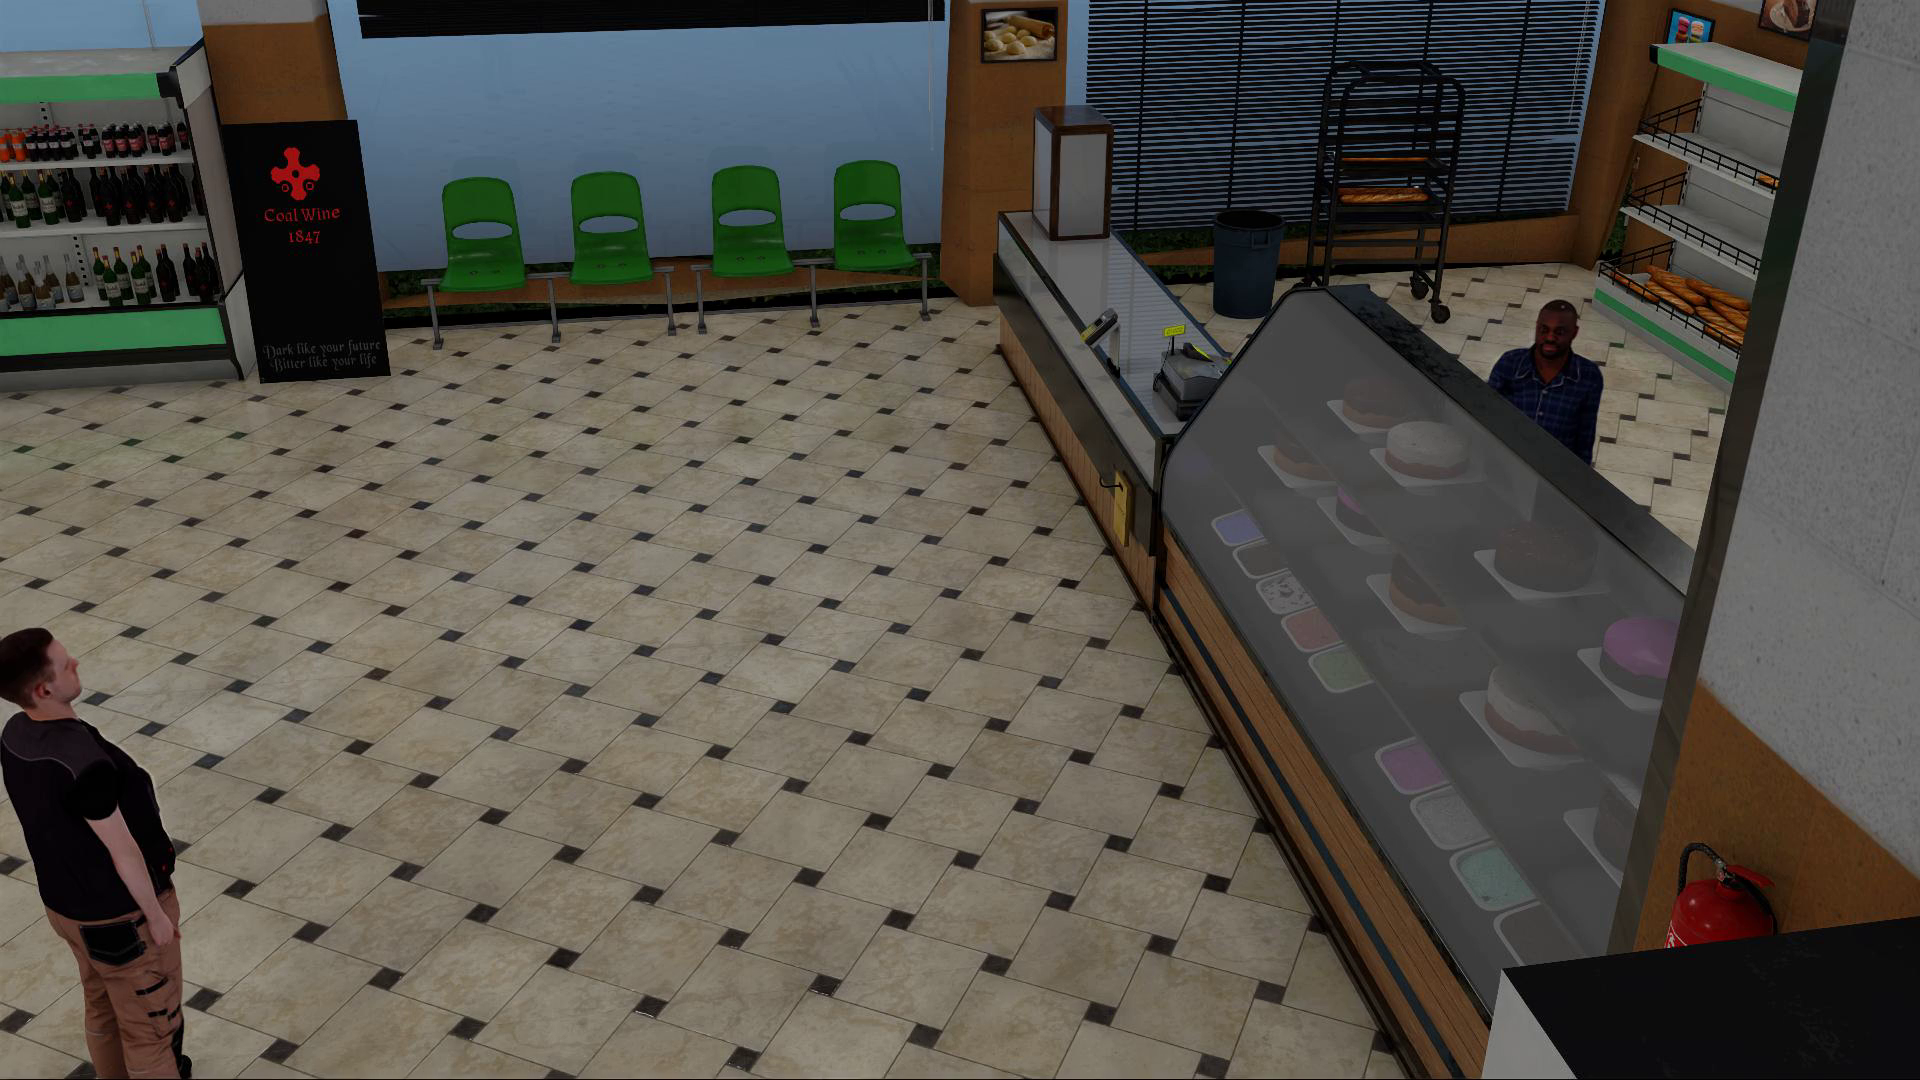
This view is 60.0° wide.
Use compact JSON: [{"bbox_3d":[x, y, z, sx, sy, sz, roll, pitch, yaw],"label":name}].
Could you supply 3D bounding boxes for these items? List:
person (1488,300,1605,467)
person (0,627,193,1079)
[{"bbox_3d":[2.589,-0.230,7.582,0.714,1.824,0.822,10,29,19],"label":"person"},{"bbox_3d":[-2.576,1.071,4.999,0.768,1.840,0.821,19,32,32],"label":"person"}]
